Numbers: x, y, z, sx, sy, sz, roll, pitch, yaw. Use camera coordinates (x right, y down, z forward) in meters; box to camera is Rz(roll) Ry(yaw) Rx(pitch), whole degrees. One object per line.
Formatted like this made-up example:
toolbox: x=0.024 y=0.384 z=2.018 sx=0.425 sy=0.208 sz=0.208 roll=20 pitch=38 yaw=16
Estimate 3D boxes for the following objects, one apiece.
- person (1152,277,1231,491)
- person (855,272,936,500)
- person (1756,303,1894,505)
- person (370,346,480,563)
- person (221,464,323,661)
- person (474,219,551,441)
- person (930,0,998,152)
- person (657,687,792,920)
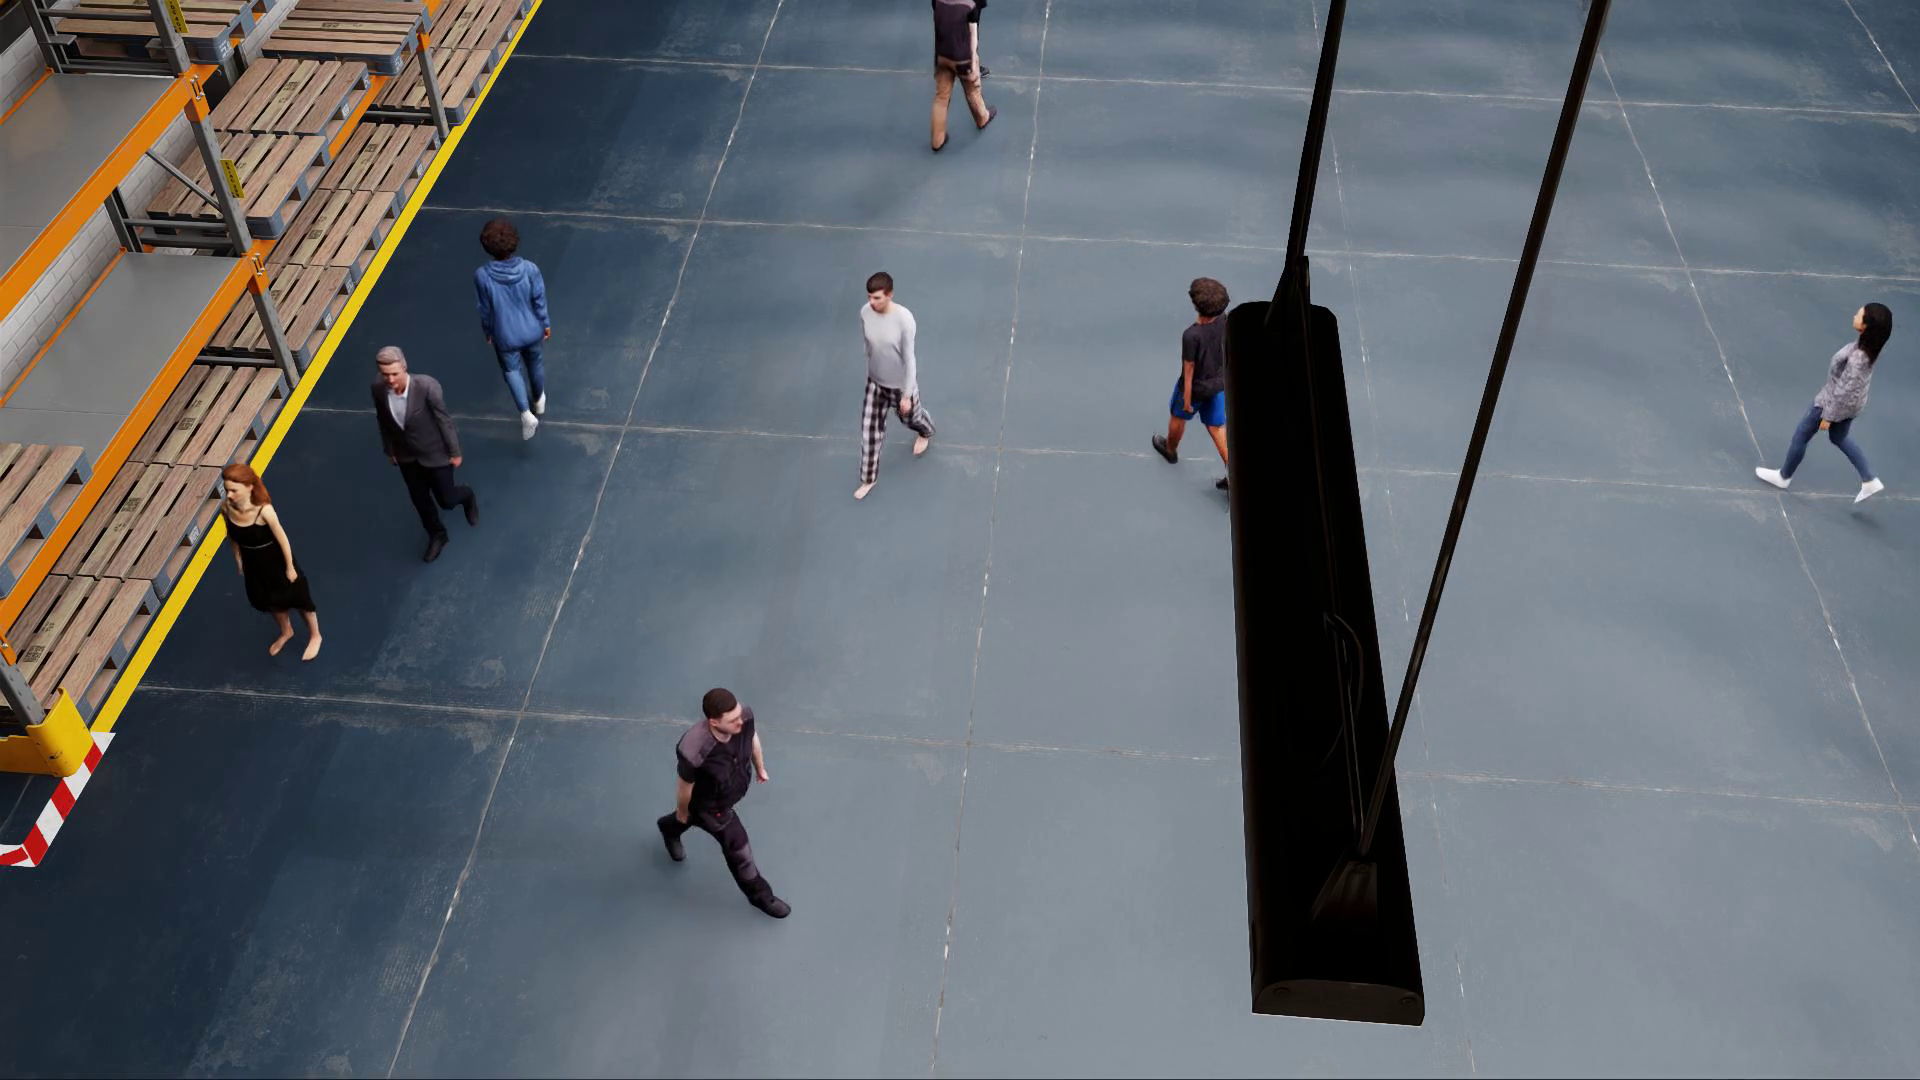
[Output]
person: x=1.846 y=-1.103 z=12.215 sx=1.039 sy=1.766 sz=1.209 roll=-22 pitch=48 yaw=-22
person: x=-0.450 y=-1.227 z=12.319 sx=0.920 sy=1.803 sz=1.244 roll=19 pitch=47 yaw=19
person: x=6.479 y=-0.955 z=12.100 sx=1.066 sy=1.710 sz=1.109 roll=-32 pitch=52 yaw=-29
person: x=-3.755 y=-0.679 z=11.729 sx=0.777 sy=1.824 sz=0.842 roll=7 pitch=44 yaw=8
person: x=-4.575 y=0.130 z=11.023 sx=0.599 sy=1.625 sz=0.606 roll=10 pitch=45 yaw=11
person: x=-3.383 y=-1.580 z=12.700 sx=0.911 sy=1.788 sz=1.074 roll=-12 pitch=45 yaw=-13
person: x=-0.104 y=-4.554 z=15.815 sx=1.017 sy=1.798 sz=1.217 roll=23 pitch=48 yaw=22
person: x=-1.482 y=1.431 z=9.542 sx=1.157 sy=1.785 sz=1.313 roll=23 pitch=48 yaw=22
